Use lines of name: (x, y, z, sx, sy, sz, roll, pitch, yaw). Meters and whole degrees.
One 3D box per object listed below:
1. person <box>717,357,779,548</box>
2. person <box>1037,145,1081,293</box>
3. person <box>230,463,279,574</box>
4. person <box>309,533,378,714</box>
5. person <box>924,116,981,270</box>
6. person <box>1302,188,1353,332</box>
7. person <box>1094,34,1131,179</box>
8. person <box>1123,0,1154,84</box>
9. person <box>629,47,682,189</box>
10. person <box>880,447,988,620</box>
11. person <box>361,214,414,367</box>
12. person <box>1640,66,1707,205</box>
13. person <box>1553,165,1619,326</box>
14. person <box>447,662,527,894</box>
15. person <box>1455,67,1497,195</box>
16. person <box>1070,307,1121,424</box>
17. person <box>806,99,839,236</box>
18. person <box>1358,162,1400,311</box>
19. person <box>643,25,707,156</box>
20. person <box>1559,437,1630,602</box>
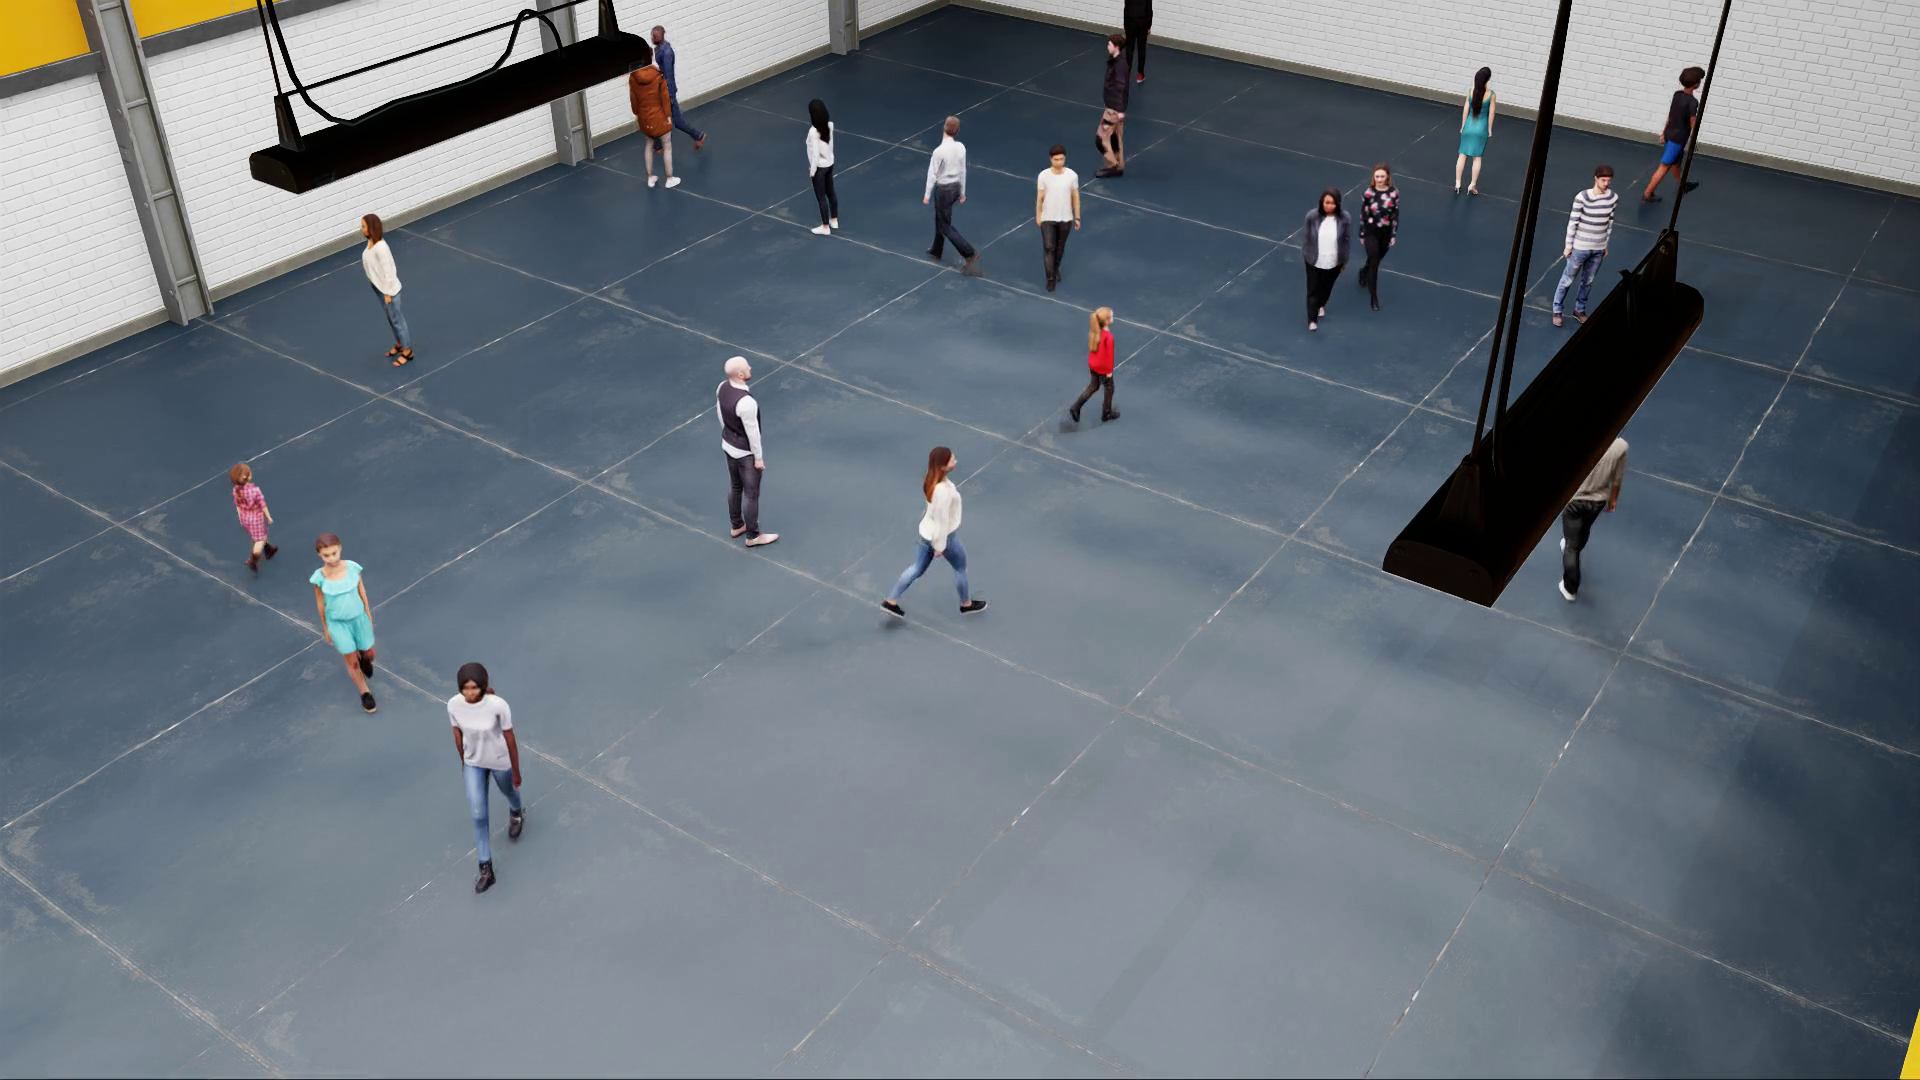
person: (-1.910, -0.791, 14.657, 0.684, 1.823, 0.754, -24, 41, -32)
person: (1.121, -3.787, 19.278, 0.976, 1.696, 1.076, -3, 34, -4)
person: (-6.171, -0.193, 14.488, 0.587, 1.013, 0.755, 6, 34, 8)
person: (-4.737, 0.592, 12.825, 0.828, 1.547, 0.808, -16, 37, -23)
person: (-0.095, -4.049, 19.605, 0.820, 1.771, 1.092, 24, 40, 31)
person: (4.048, -3.134, 18.423, 0.995, 1.555, 1.156, 2, 34, 3)
person: (2.135, -5.715, 21.982, 0.911, 1.914, 0.833, -2, 34, -3)
person: (2.708, -7.854, 25.416, 0.678, 1.675, 0.675, 5, 34, 8)
person: (-4.007, -5.526, 21.768, 0.805, 1.836, 0.812, 9, 35, 13)
person: (-0.260, -0.016, 13.646, 1.209, 1.650, 1.026, -12, 35, -17)
person: (-6.064, -2.669, 17.610, 0.679, 1.682, 0.696, -18, 38, -25)
person: (9.083, -5.117, 21.236, 1.153, 1.743, 1.090, -7, 34, -10)
person: (6.925, -3.262, 18.349, 0.715, 1.849, 0.752, -3, 34, -4)
person: (-3.189, 1.484, 11.362, 1.034, 1.681, 1.206, 0, 34, 0)
person: (6.688, -5.313, 21.582, 0.577, 1.687, 0.508, 17, 37, 24)
person: (1.359, -1.720, 16.554, 0.868, 1.268, 0.677, -19, 38, -26)
person: (-1.694, -4.616, 20.521, 0.698, 1.700, 0.514, 16, 37, 22)
person: (4.736, -3.506, 18.898, 0.995, 1.648, 1.118, -3, 34, -5)
person: (-3.945, -6.122, 22.707, 1.200, 1.789, 1.059, -11, 35, -16)
person: (5.263, -0.296, 13.946, 0.985, 1.785, 1.130, 1, 34, 1)
